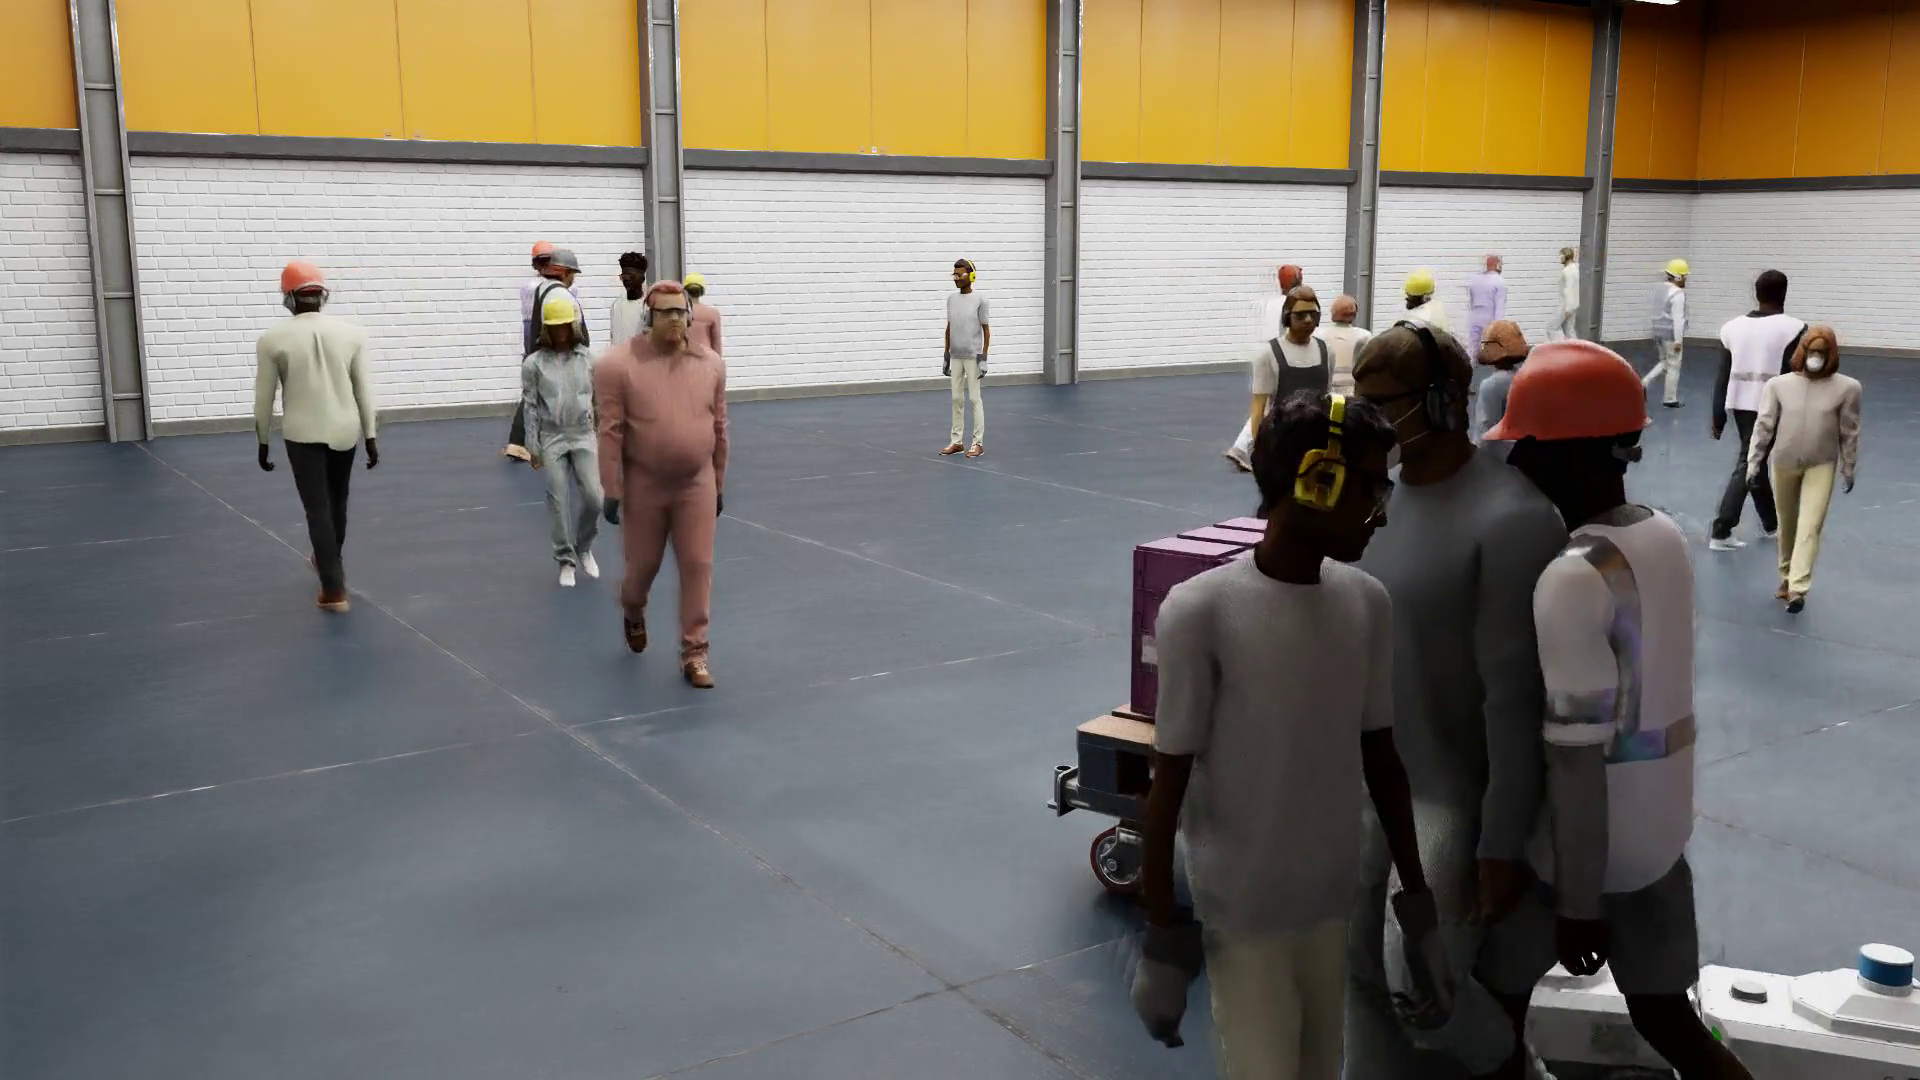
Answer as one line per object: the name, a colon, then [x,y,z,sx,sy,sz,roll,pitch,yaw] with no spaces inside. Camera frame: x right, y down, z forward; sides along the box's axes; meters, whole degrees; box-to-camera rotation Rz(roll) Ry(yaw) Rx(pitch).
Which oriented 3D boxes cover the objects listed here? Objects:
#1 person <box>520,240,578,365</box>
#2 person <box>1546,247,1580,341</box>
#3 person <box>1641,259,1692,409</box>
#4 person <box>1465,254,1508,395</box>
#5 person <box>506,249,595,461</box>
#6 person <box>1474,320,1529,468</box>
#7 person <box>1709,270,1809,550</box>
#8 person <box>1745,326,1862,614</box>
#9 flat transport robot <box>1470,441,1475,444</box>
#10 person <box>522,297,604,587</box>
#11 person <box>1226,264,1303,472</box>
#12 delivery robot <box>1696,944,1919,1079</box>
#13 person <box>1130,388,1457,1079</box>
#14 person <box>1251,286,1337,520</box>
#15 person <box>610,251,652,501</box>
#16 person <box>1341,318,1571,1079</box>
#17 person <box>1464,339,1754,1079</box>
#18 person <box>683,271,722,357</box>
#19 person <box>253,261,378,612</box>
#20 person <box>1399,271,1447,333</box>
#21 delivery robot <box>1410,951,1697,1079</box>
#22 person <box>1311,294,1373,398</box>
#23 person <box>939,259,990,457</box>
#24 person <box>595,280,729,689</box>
person: [-3.984,-1.871,16.136,0.608,2.039,0.395,-10,14,-43]
person: [9.426,-3.643,26.170,0.725,1.916,0.662,5,11,25]
person: [8.511,-2.474,20.058,0.525,1.813,0.608,-1,10,-3]
person: [6.985,-2.821,21.871,1.009,1.841,0.662,-5,12,-27]
person: [-3.783,-1.744,15.431,1.056,2.000,0.688,-9,14,-41]
person: [2.911,-0.373,9.035,0.285,1.633,0.499,8,13,38]
person: [5.409,-0.872,11.176,1.047,1.852,0.594,-6,12,-28]
person: [4.681,-0.392,9.273,0.533,1.575,0.890,7,12,32]
flat transport robot: [4.646,-0.750,14.840,1.431,0.197,0.652,6,12,31]
person: [-2.327,-0.573,9.866,0.500,1.725,0.393,-4,11,-20]
person: [2.807,-1.508,14.685,0.949,1.851,0.584,-4,11,-22]
delivery robot: [1.976,1.115,3.580,0.707,0.478,0.477,4,11,21]
person: [0.566,0.684,2.736,0.577,1.824,0.689,-7,12,-33]
person: [1.862,-0.469,9.092,0.541,1.803,0.914,-3,11,-15]
person: [-2.526,-1.264,13.003,0.608,1.966,0.365,7,12,33]
person: [0.971,0.512,3.389,0.598,1.921,0.660,-4,11,-21]
person: [1.299,0.568,3.187,0.550,1.896,0.952,-10,14,-43]
person: [-2.553,-1.702,15.990,0.542,1.750,0.367,-3,11,-18]
person: [-3.694,-0.606,9.497,0.623,1.930,1.047,-8,13,-38]
person: [3.956,-1.401,14.277,0.417,1.786,0.669,8,13,37]
delivery robot: [1.291,1.067,3.843,0.707,0.478,0.477,2,11,11]
person: [3.014,-1.135,13.226,0.547,1.627,0.374,2,11,13]
person: [0.043,-1.720,15.774,0.524,1.871,0.325,7,13,34]
person: [-1.399,-0.286,7.874,0.650,1.885,0.795,-4,11,-23]
